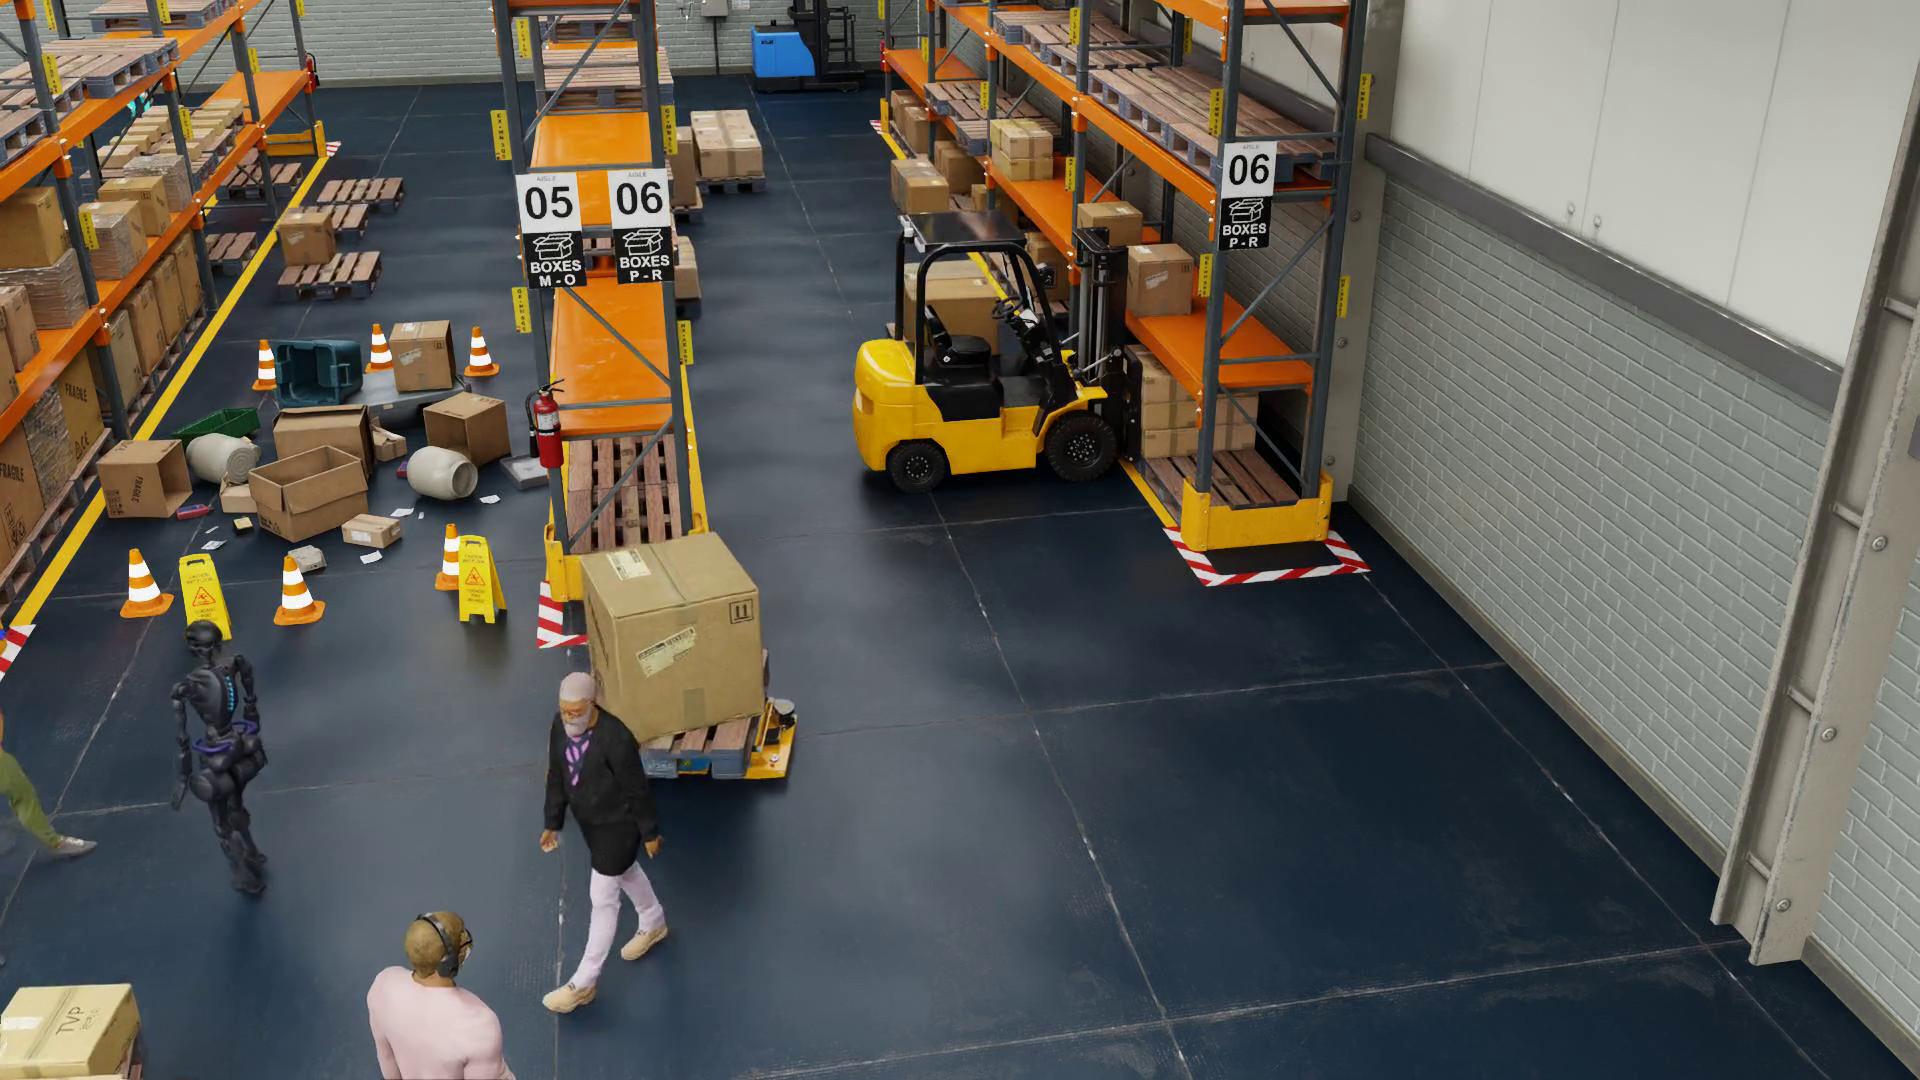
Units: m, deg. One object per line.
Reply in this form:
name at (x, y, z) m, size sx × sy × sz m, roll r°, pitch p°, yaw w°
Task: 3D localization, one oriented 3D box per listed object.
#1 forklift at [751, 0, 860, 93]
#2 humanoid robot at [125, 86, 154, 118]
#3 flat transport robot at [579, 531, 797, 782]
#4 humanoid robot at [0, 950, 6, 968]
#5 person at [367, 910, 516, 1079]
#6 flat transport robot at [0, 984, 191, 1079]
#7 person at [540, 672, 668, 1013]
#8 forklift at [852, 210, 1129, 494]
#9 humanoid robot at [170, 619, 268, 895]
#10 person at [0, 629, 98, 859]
forklift at (-2.872, -9.679, 30.288) m, size 1.873 × 2.768 × 1.129 m, roll -5°, pitch 26°, yaw -10°
humanoid robot at (-12.700, -6.798, 25.667) m, size 0.549 × 1.833 × 0.798 m, roll -15°, pitch 30°, yaw -29°
flat transport robot at (-1.782, 1.252, 10.522) m, size 1.431 × 0.231 × 0.659 m, roll 1°, pitch 26°, yaw 1°
humanoid robot at (-5.189, 1.482, 8.426) m, size 0.605 × 1.643 × 0.359 m, roll 6°, pitch 26°, yaw 13°
person at (-1.955, 2.256, 6.503) m, size 0.635 × 1.937 × 0.356 m, roll 13°, pitch 29°, yaw 26°
flat transport robot at (-4.125, 2.798, 7.302) m, size 1.431 × 0.231 × 0.659 m, roll -8°, pitch 27°, yaw -16°
person at (-1.832, 1.459, 8.315) m, size 0.534 × 1.809 × 0.890 m, roll 21°, pitch 32°, yaw 36°
forklift at (0.216, -1.659, 14.366) m, size 2.313 × 2.155 × 1.214 m, roll -5°, pitch 26°, yaw -10°
humanoid robot at (-4.066, 1.187, 9.041) m, size 0.465 × 1.654 × 0.609 m, roll 11°, pitch 28°, yaw 21°
person at (-5.416, 1.166, 9.087) m, size 0.886 × 1.665 × 0.520 m, roll -19°, pitch 32°, yaw -34°
